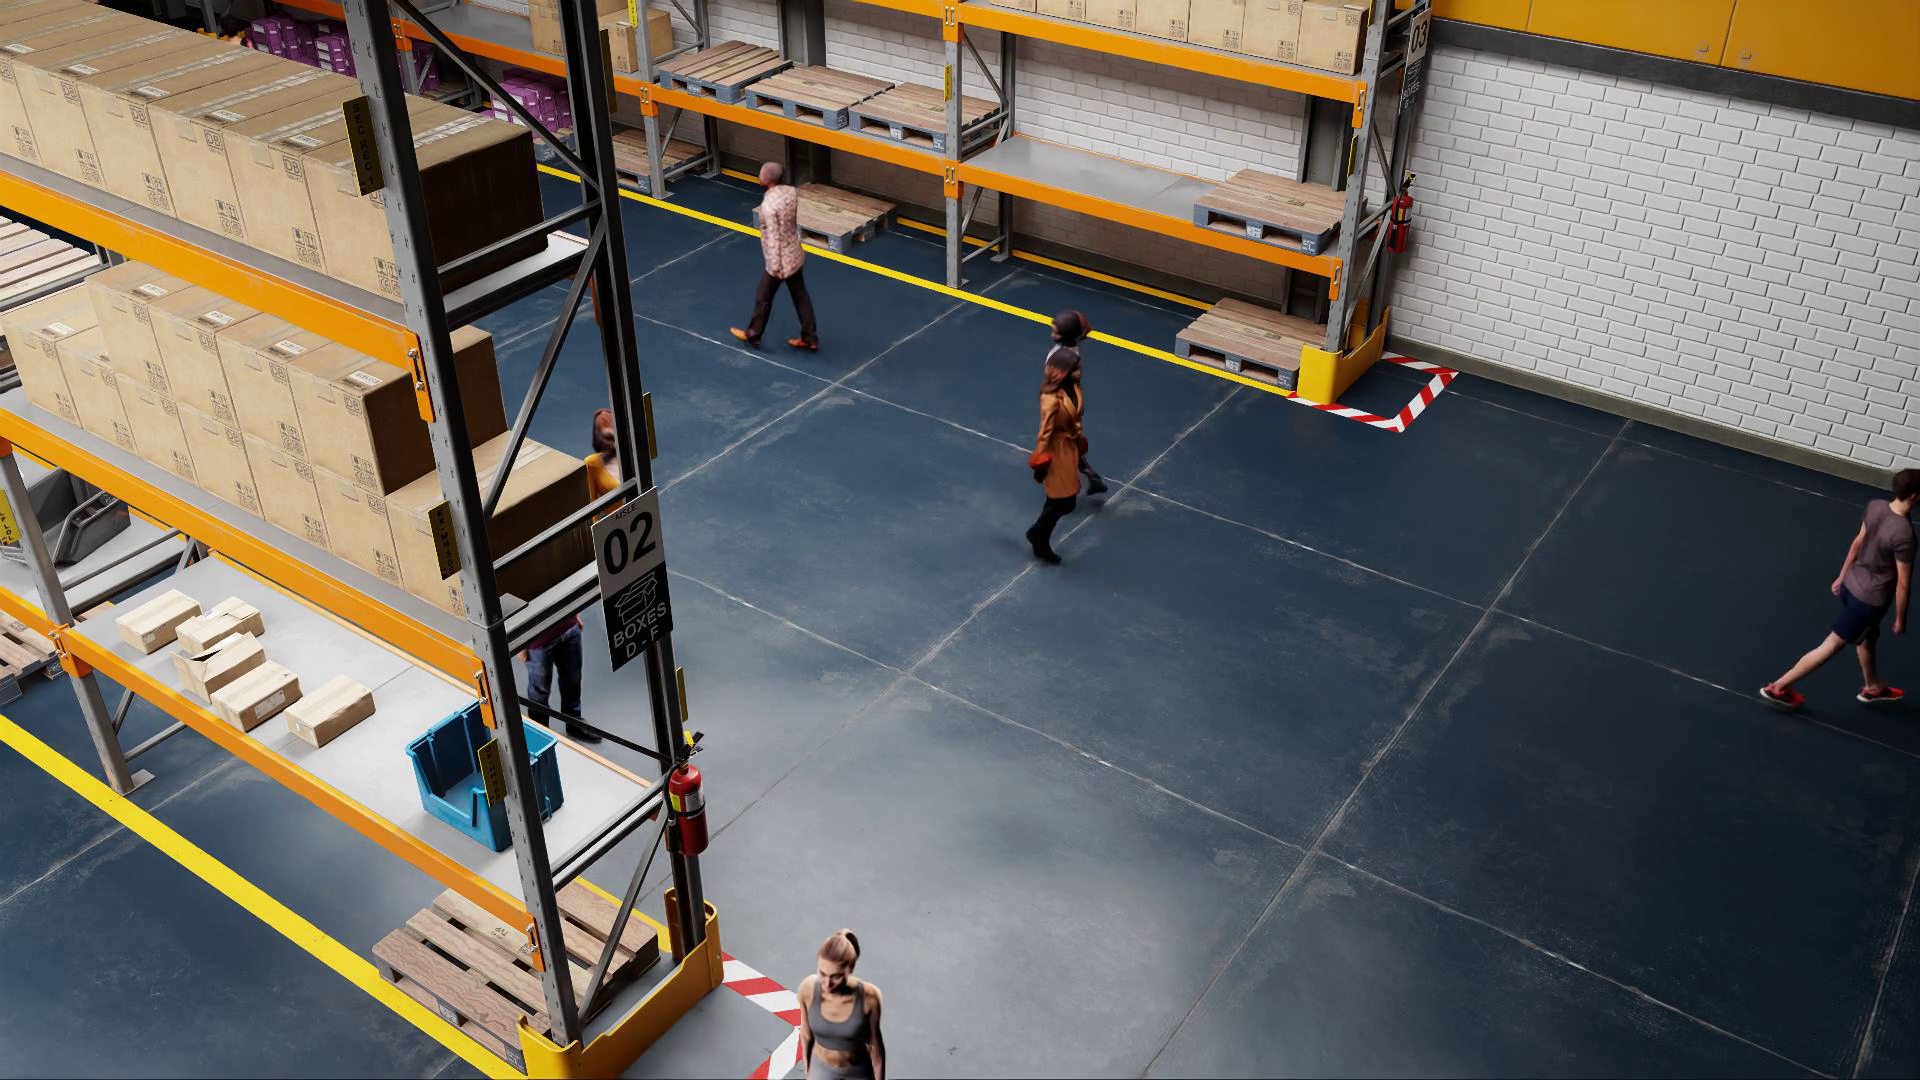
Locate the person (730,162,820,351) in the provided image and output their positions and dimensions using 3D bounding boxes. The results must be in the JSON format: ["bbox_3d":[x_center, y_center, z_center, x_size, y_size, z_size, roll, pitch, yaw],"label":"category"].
[{"bbox_3d":[-1.505,-2.490,14.868,1.085,1.774,0.780,16,37,23],"label":"person"}]

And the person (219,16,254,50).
[{"bbox_3d":[-8.284,-5.270,19.266,0.633,1.535,0.717,-23,40,-31],"label":"person"}]

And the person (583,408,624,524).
[{"bbox_3d":[-2.314,-0.086,11.271,0.647,1.751,0.660,-23,40,-31],"label":"person"}]

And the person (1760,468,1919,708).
[{"bbox_3d":[5.648,0.374,10.536,1.281,1.800,1.105,0,34,0],"label":"person"}]

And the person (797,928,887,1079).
[{"bbox_3d":[-0.504,2.371,7.635,0.850,1.684,0.843,3,34,4],"label":"person"}]

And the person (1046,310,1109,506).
[{"bbox_3d":[0.830,-0.972,12.657,0.884,1.693,0.813,2,34,4],"label":"person"}]

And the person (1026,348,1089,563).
[{"bbox_3d":[0.629,-0.619,12.112,0.682,1.708,0.718,20,39,27],"label":"person"}]
